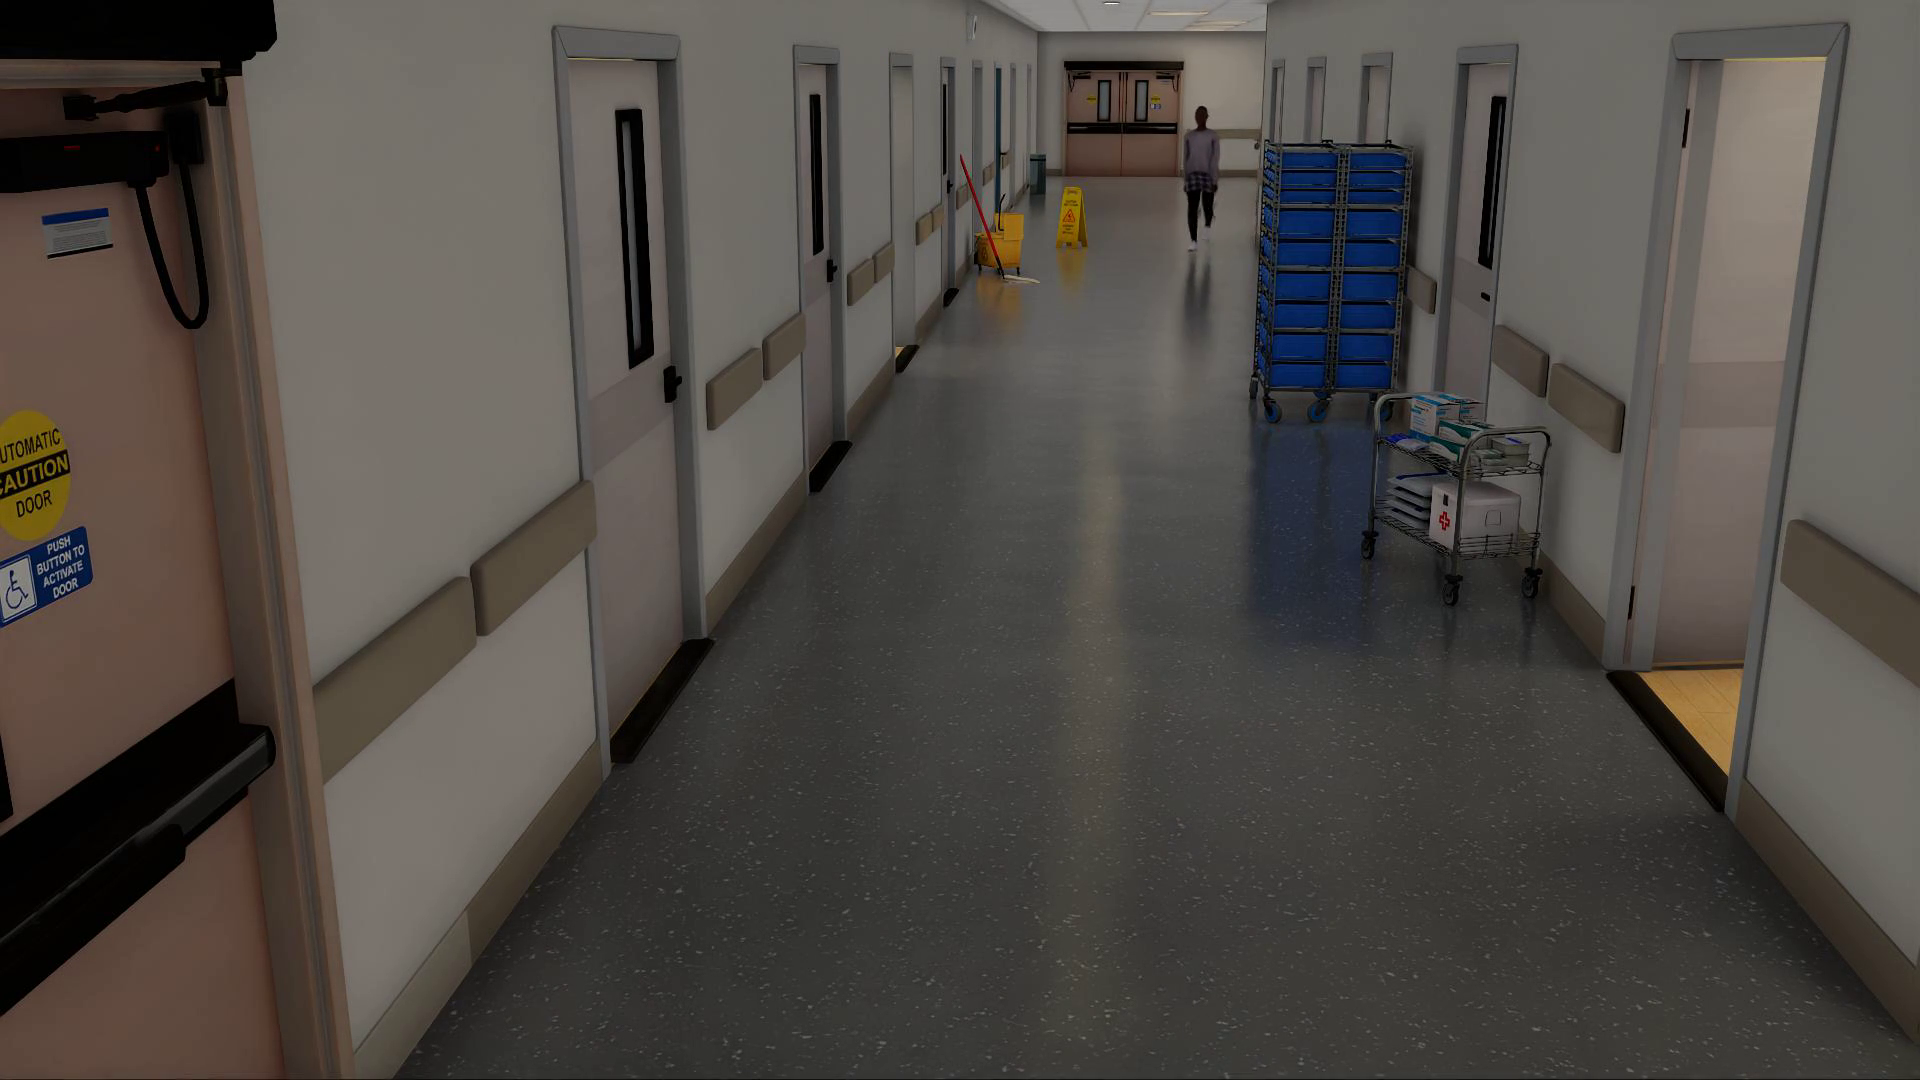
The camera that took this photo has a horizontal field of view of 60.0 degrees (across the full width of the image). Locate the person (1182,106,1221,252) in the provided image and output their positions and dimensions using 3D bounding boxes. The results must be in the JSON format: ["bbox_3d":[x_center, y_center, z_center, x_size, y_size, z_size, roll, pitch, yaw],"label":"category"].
[{"bbox_3d":[3.007,-4.490,20.720,0.733,1.757,0.997,5,16,16],"label":"person"}]
